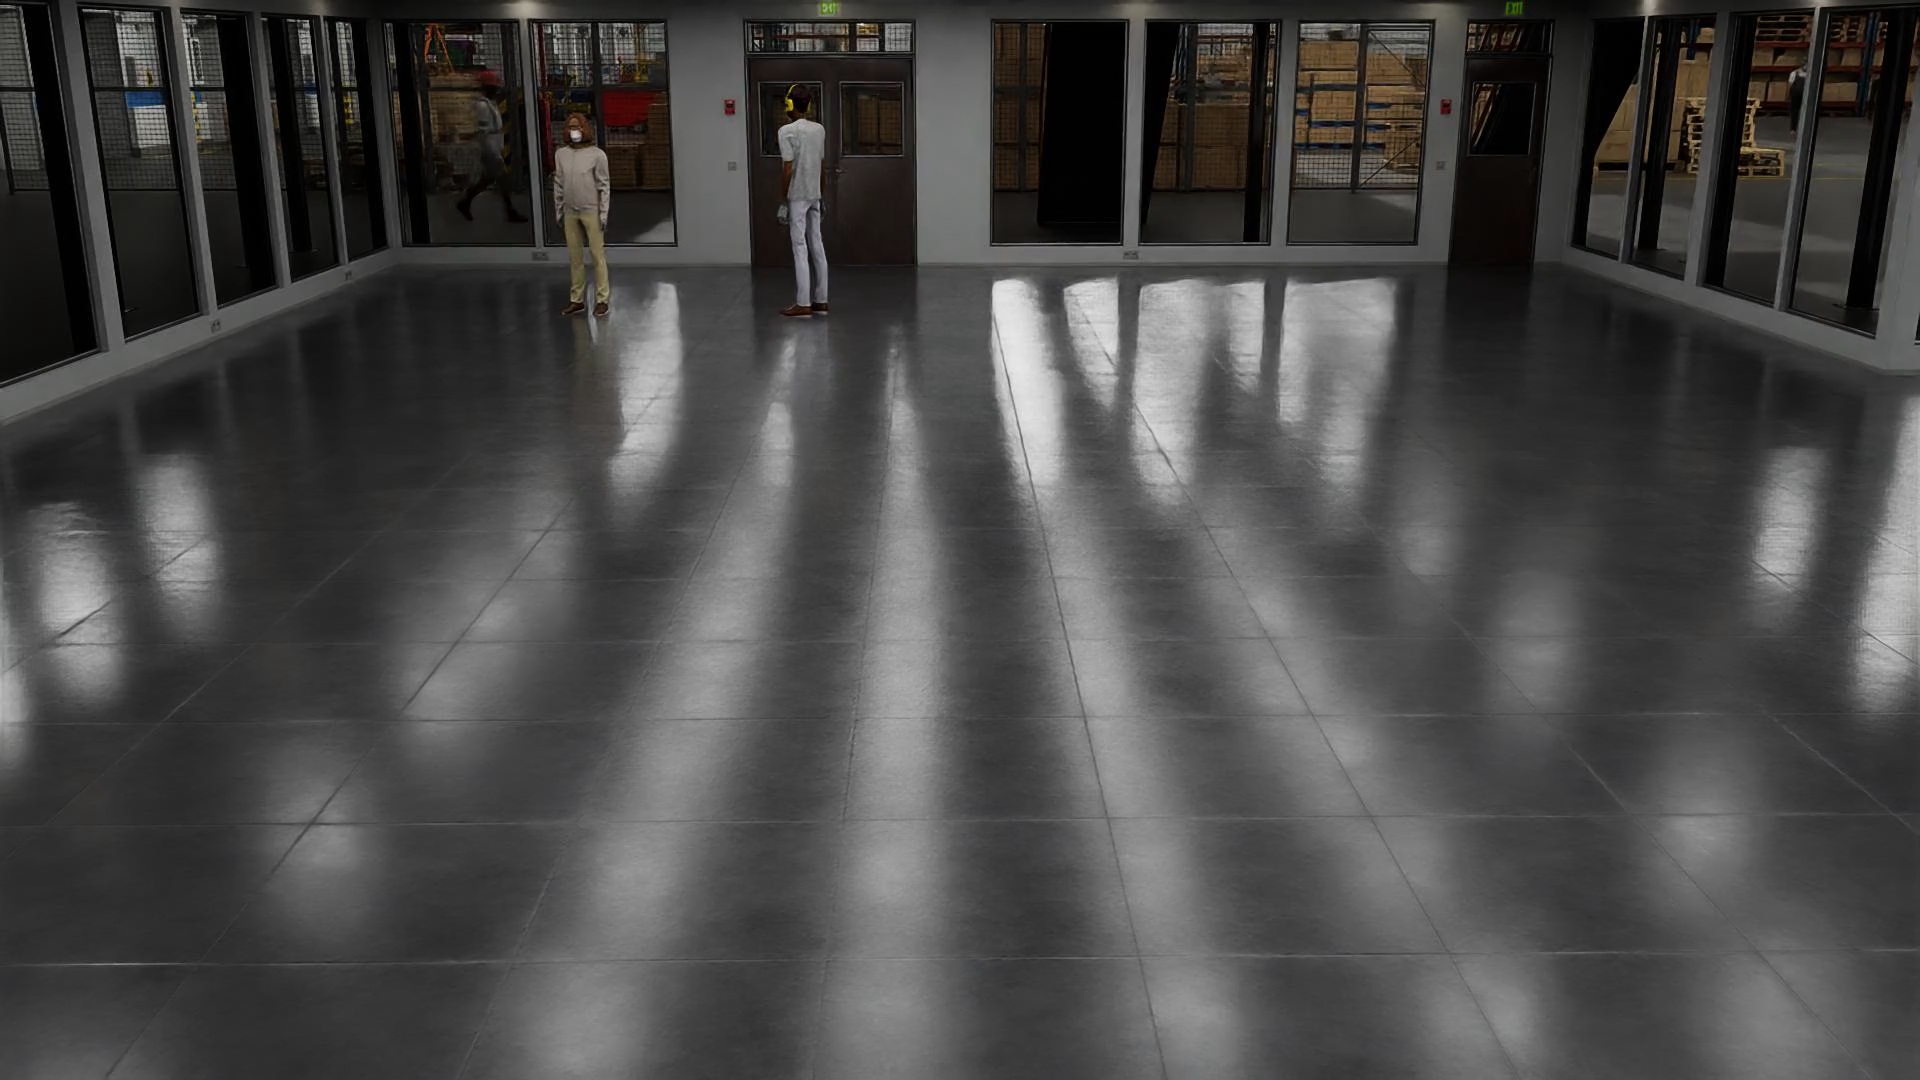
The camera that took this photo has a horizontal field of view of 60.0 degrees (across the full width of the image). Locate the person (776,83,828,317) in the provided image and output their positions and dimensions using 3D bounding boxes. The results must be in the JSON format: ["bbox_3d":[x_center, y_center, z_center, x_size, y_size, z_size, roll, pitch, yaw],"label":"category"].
[{"bbox_3d":[-1.299,-2.753,13.547,0.336,1.868,0.521,13,21,38],"label":"person"}]

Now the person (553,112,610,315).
[{"bbox_3d":[-3.102,-2.666,13.648,0.503,1.636,0.277,5,17,18],"label":"person"}]
